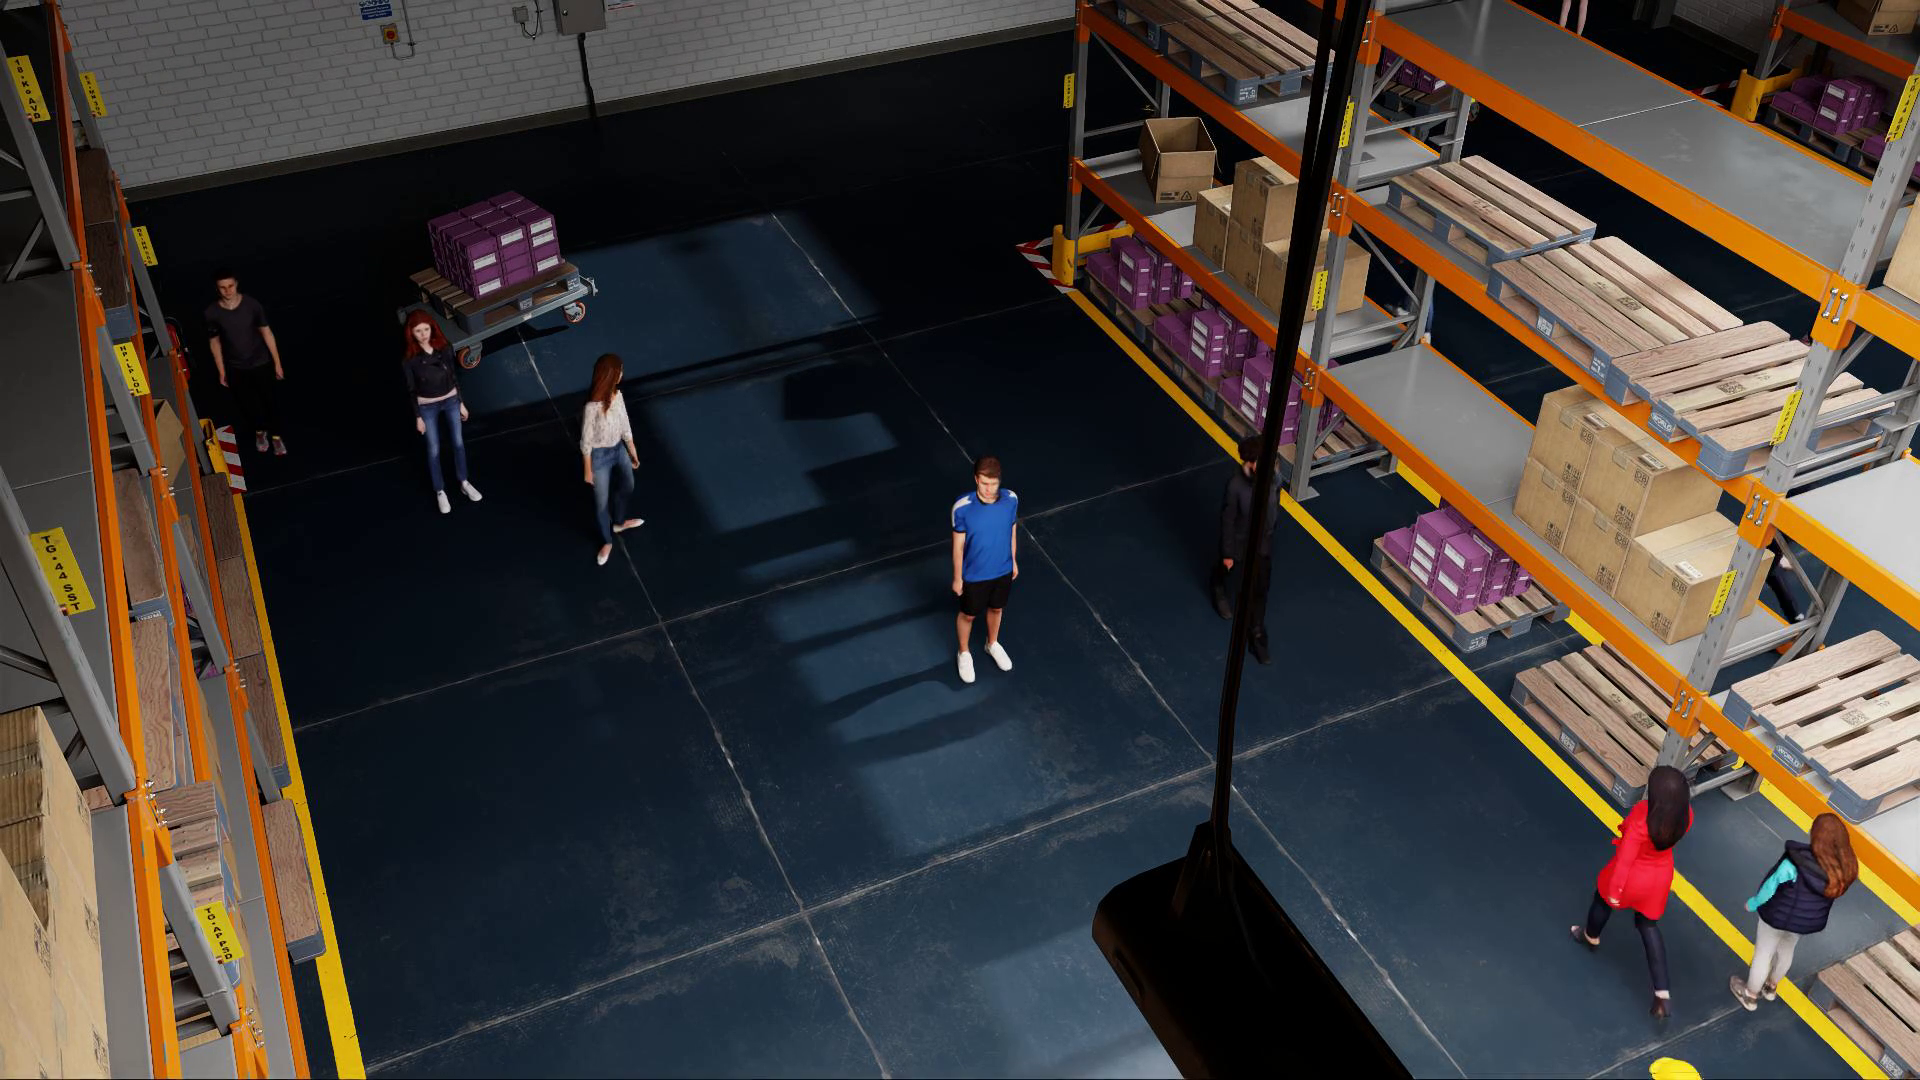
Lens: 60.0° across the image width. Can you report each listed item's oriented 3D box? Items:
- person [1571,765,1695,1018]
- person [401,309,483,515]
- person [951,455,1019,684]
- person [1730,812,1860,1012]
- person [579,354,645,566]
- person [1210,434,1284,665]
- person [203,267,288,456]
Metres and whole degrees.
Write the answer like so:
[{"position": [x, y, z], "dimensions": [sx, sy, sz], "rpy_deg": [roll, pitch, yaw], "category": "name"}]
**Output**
[{"position": [3.904, 1.989, 9.417], "dimensions": [0.683, 1.716, 1.083], "rpy_deg": [-11, 40, -13], "category": "person"}, {"position": [-4.120, -1.036, 13.146], "dimensions": [0.621, 1.789, 0.579], "rpy_deg": [-25, 45, -28], "category": "person"}, {"position": [0.175, 0.167, 11.578], "dimensions": [0.649, 1.866, 0.557], "rpy_deg": [-16, 41, -19], "category": "person"}, {"position": [4.716, 2.120, 9.430], "dimensions": [0.631, 1.495, 0.653], "rpy_deg": [-7, 39, -9], "category": "person"}, {"position": [-2.748, -0.601, 12.677], "dimensions": [0.812, 1.694, 0.779], "rpy_deg": [-30, 47, -32], "category": "person"}, {"position": [2.018, -0.043, 11.943], "dimensions": [0.751, 1.739, 1.151], "rpy_deg": [-11, 40, -13], "category": "person"}, {"position": [-5.894, -1.498, 13.752], "dimensions": [0.659, 1.756, 0.595], "rpy_deg": [-17, 42, -20], "category": "person"}]
